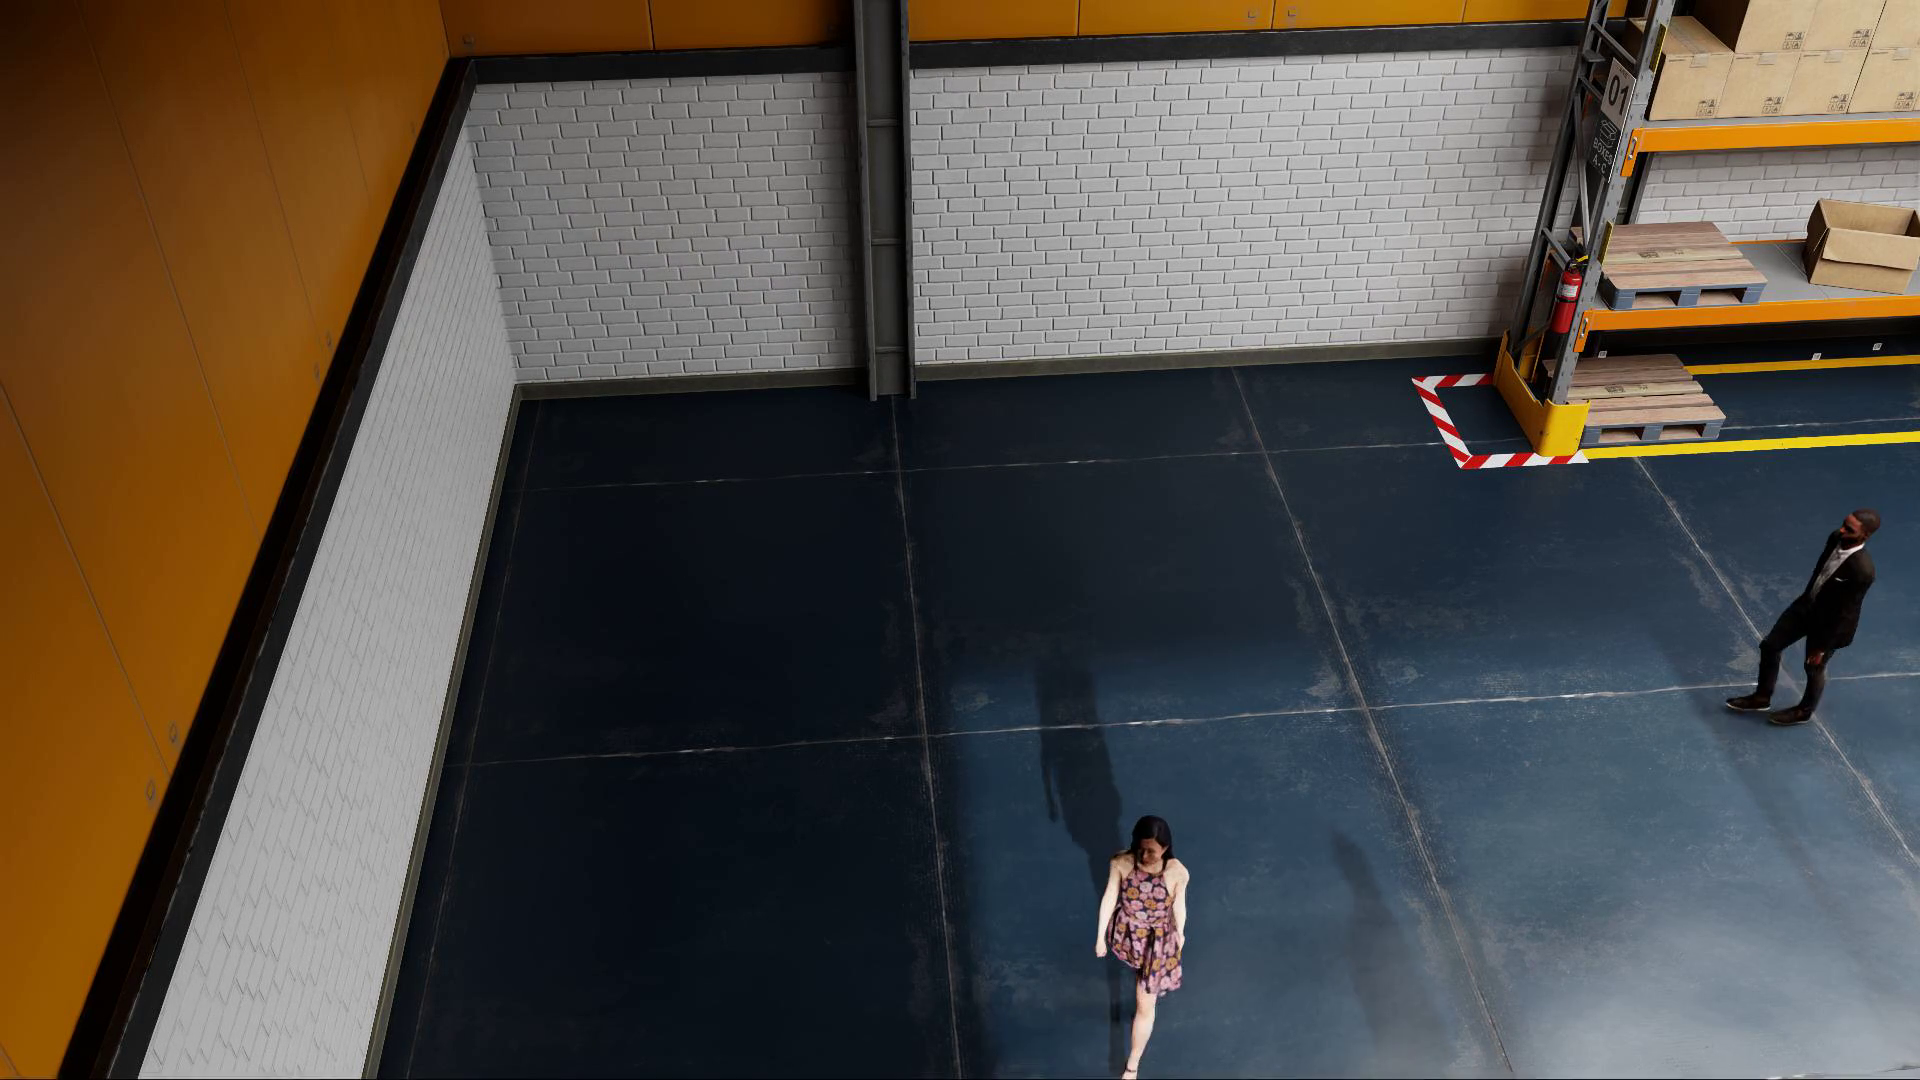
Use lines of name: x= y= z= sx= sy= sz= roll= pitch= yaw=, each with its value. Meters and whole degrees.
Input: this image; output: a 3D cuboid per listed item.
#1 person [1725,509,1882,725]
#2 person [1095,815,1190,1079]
person: x=5.596 y=0.517 z=10.643 sx=0.764 sy=1.786 sz=0.716 roll=-1 pitch=39 yaw=-2
person: x=0.988 y=2.025 z=8.794 sx=1.064 sy=1.737 sz=0.950 roll=11 pitch=40 yaw=14
